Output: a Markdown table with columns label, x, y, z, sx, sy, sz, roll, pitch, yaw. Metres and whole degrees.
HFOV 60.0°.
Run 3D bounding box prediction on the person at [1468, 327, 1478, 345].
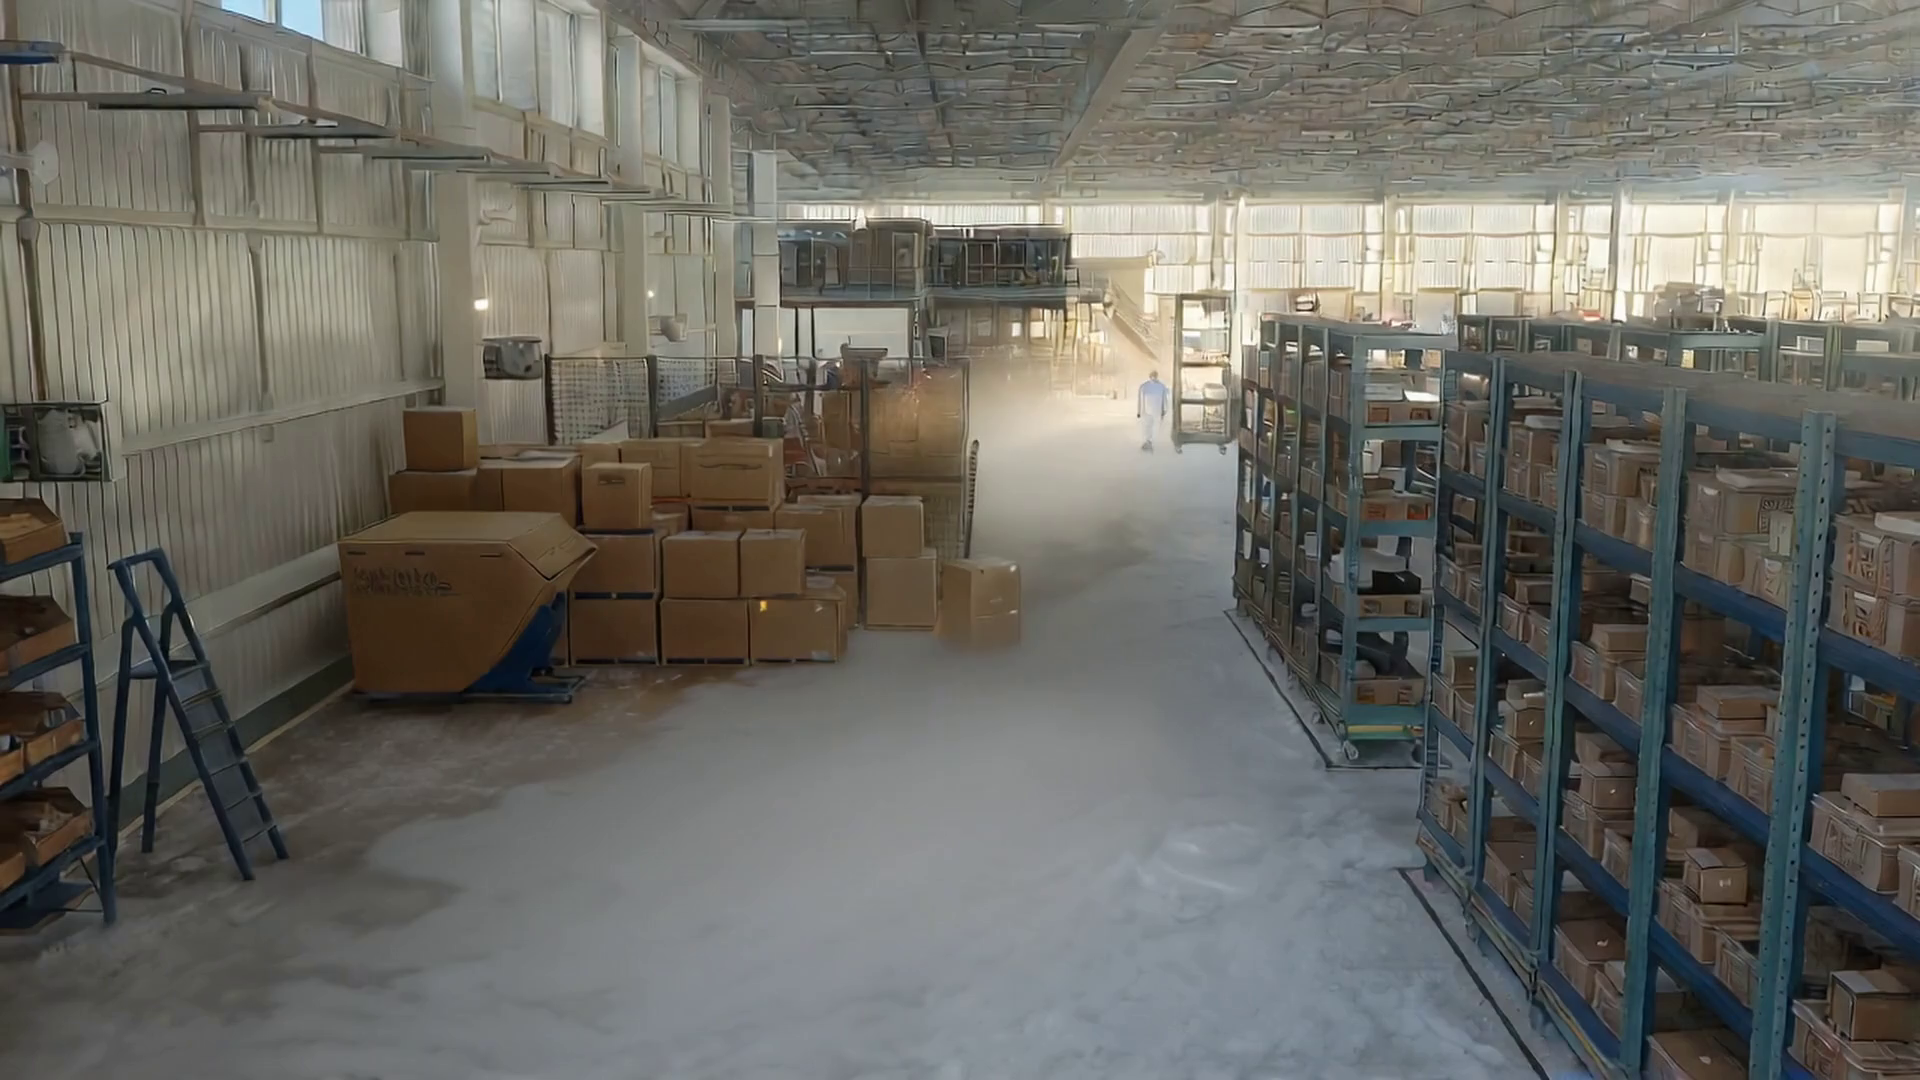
| label | x | y | z | sx | sy | sz | roll | pitch | yaw |
| --- | --- | --- | --- | --- | --- | --- | --- | --- | --- |
| person | 20.017 | -7.404 | 65.158 | 0.922 | 1.935 | 0.611 | 2 | 9 | 10 |

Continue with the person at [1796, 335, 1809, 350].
| label | x | y | z | sx | sy | sz | roll | pitch | yaw |
| --- | --- | --- | --- | --- | --- | --- | --- | --- | --- |
| person | 33.216 | -7.451 | 65.656 | 0.520 | 1.865 | 0.328 | 9 | 13 | 43 |

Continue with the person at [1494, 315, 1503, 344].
| label | x | y | z | sx | sy | sz | roll | pitch | yaw |
| --- | --- | --- | --- | --- | --- | --- | --- | --- | --- |
| person | 27.987 | -10.825 | 86.637 | 0.829 | 1.814 | 0.623 | 2 | 9 | 9 |

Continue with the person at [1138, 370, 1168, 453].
| label | x | y | z | sx | sy | sz | roll | pitch | yaw |
| --- | --- | --- | --- | --- | --- | --- | --- | --- | --- |
| person | 4.347 | -2.911 | 37.613 | 0.662 | 1.872 | 0.812 | 1 | 9 | 4 |

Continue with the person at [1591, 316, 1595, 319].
| label | x | y | z | sx | sy | sz | roll | pitch | yaw |
| --- | --- | --- | --- | --- | --- | --- | --- | --- | --- |
| person | 31.314 | -10.126 | 82.161 | 0.702 | 1.864 | 0.600 | 8 | 12 | 40 |

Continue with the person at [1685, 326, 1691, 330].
| label | x | y | z | sx | sy | sz | roll | pitch | yaw |
| --- | --- | --- | --- | --- | --- | --- | --- | --- | --- |
| person | 30.259 | -8.040 | 69.122 | 0.597 | 1.916 | 0.371 | -7 | 12 | -38 |

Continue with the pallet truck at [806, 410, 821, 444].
| label | x | y | z | sx | sy | sz | roll | pitch | yaw |
| --- | --- | --- | --- | --- | --- | --- | --- | --- | --- |
| pallet truck | -3.559 | -2.018 | 33.905 | 1.522 | 1.261 | 0.704 | 0 | 9 | -1 |

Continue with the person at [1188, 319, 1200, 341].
| label | x | y | z | sx | sy | sz | roll | pitch | yaw |
| --- | --- | --- | --- | --- | --- | --- | --- | --- | --- |
| person | 13.766 | -12.606 | 97.399 | 0.952 | 1.894 | 0.635 | -7 | 12 | -39 |

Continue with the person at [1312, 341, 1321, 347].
| label | x | y | z | sx | sy | sz | roll | pitch | yaw |
| --- | --- | --- | --- | --- | --- | --- | --- | --- | --- |
| person | 13.807 | -7.215 | 64.037 | 0.590 | 1.916 | 0.389 | 4 | 10 | 23 |

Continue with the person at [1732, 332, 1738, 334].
| label | x | y | z | sx | sy | sz | roll | pitch | yaw |
| --- | --- | --- | --- | --- | --- | --- | --- | --- | --- |
| person | 28.139 | -6.605 | 60.278 | 0.809 | 1.908 | 0.579 | 2 | 9 | 13 |

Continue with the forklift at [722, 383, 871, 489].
| label | x | y | z | sx | sy | sz | roll | pitch | yaw |
| --- | --- | --- | --- | --- | --- | --- | --- | --- | --- |
| forklift | -2.893 | -1.687 | 28.729 | 2.680 | 1.987 | 1.157 | 0 | 9 | -1 |

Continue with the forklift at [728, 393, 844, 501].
| label | x | y | z | sx | sy | sz | roll | pitch | yaw |
| --- | --- | --- | --- | --- | --- | --- | --- | --- | --- |
| forklift | -2.979 | -1.316 | 26.476 | 2.680 | 1.987 | 1.157 | 0 | 9 | 1 |

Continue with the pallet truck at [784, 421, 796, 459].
| label | x | y | z | sx | sy | sz | roll | pitch | yaw |
| --- | --- | --- | --- | --- | --- | --- | --- | --- | --- |
| pallet truck | -4.013 | -1.793 | 32.705 | 1.601 | 1.201 | 0.680 | 0 | 9 | 1 |

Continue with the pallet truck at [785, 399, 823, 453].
| label | x | y | z | sx | sy | sz | roll | pitch | yaw |
| --- | --- | --- | --- | --- | --- | --- | --- | --- | --- |
| pallet truck | -3.814 | -2.432 | 36.419 | 1.630 | 1.274 | 0.653 | 0 | 9 | 1 |

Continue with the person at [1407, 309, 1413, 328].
| label | x | y | z | sx | sy | sz | roll | pitch | yaw |
| --- | --- | --- | --- | --- | --- | --- | --- | --- | --- |
| person | 25.591 | -12.173 | 94.616 | 0.394 | 1.921 | 0.584 | 5 | 11 | 29 |

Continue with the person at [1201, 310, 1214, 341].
| label | x | y | z | sx | sy | sz | roll | pitch | yaw |
| --- | --- | --- | --- | --- | --- | --- | --- | --- | --- |
| person | 14.587 | -12.617 | 97.745 | 0.847 | 1.804 | 0.634 | 4 | 10 | 25 |

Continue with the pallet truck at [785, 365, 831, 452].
| label | x | y | z | sx | sy | sz | roll | pitch | yaw |
| --- | --- | --- | --- | --- | --- | --- | --- | --- | --- |
| pallet truck | -3.774 | -2.976 | 37.635 | 1.885 | 1.965 | 0.823 | 1 | 9 | 5 |

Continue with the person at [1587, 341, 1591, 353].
| label | x | y | z | sx | sy | sz | roll | pitch | yaw |
| --- | --- | --- | --- | --- | --- | --- | --- | --- | --- |
| person | 24.002 | -6.961 | 63.076 | 0.902 | 1.720 | 0.545 | 1 | 9 | 7 |

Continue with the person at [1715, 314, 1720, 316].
| label | x | y | z | sx | sy | sz | roll | pitch | yaw |
| --- | --- | --- | --- | --- | --- | --- | --- | --- | --- |
| person | 39.448 | -10.802 | 86.338 | 0.926 | 1.874 | 0.652 | 9 | 13 | 44 |

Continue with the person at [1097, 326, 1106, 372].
| label | x | y | z | sx | sy | sz | roll | pitch | yaw |
| --- | --- | --- | --- | --- | --- | --- | --- | --- | --- |
| person | 5.758 | -7.780 | 67.789 | 0.348 | 1.837 | 0.502 | -2 | 9 | -10 |

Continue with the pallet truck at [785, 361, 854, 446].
| label | x | y | z | sx | sy | sz | roll | pitch | yaw |
| --- | --- | --- | --- | --- | --- | --- | --- | --- | --- |
| pallet truck | -3.410 | -3.193 | 38.978 | 1.885 | 1.965 | 0.823 | 0 | 9 | -1 |

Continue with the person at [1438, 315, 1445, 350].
| label | x | y | z | sx | sy | sz | roll | pitch | yaw |
| --- | --- | --- | --- | --- | --- | --- | --- | --- | --- |
| person | 23.416 | -9.974 | 80.990 | 0.372 | 1.940 | 0.632 | 1 | 9 | 7 |

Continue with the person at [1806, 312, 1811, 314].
| label | x | y | z | sx | sy | sz | roll | pitch | yaw |
| --- | --- | --- | --- | --- | --- | --- | --- | --- | --- |
| person | 45.197 | -11.208 | 88.712 | 0.790 | 1.897 | 0.572 | 1 | 9 | 7 |

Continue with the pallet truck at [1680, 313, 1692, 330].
| label | x | y | z | sx | sy | sz | roll | pitch | yaw |
| --- | --- | --- | --- | --- | --- | --- | --- | --- | --- |
| pallet truck | 36.315 | -10.531 | 84.244 | 0.823 | 1.965 | 1.885 | -6 | 11 | -33 |
